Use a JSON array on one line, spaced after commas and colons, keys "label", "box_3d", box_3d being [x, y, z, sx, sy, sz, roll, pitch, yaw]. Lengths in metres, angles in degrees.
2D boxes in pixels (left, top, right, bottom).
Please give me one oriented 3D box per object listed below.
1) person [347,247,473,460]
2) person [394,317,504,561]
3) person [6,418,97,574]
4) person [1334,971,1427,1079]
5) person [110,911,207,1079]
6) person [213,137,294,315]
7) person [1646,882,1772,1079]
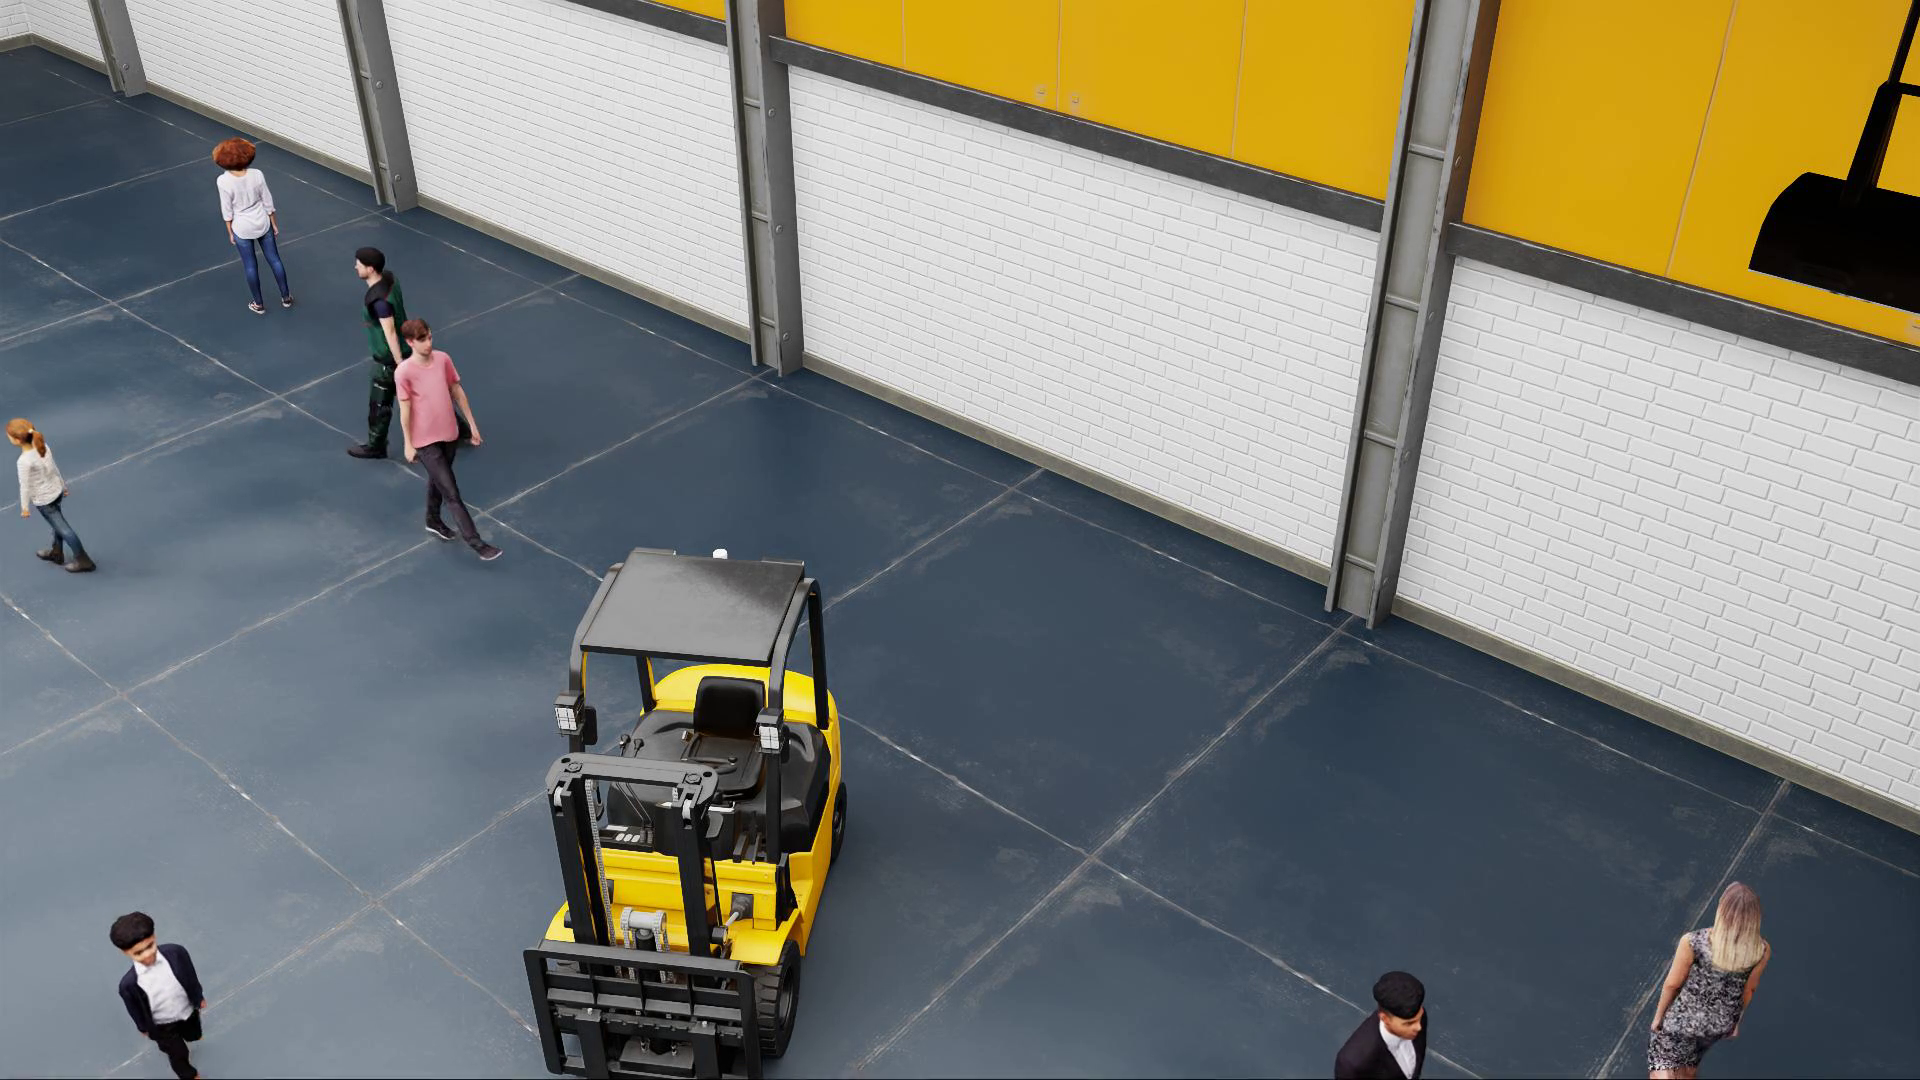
[{"label": "person", "box_3d": [-4.508, -1.524, 13.562, 1.272, 1.859, 1.227, -4, 34, -6]}, {"label": "person", "box_3d": [-3.964, -0.781, 12.396, 1.198, 1.911, 0.727, 21, 39, 29]}, {"label": "person", "box_3d": [-6.647, -0.308, 12.230, 0.800, 1.307, 0.696, 4, 34, 6]}, {"label": "person", "box_3d": [1.827, 2.546, 7.420, 0.765, 1.878, 0.645, -25, 41, -33]}, {"label": "person", "box_3d": [-4.006, 2.314, 8.369, 0.756, 1.213, 0.497, 26, 42, 34]}, {"label": "person", "box_3d": [-6.790, -3.021, 15.946, 0.709, 1.712, 0.703, -20, 38, -27]}, {"label": "person", "box_3d": [3.517, 2.344, 7.899, 0.987, 1.685, 0.945, 5, 34, 7]}]
